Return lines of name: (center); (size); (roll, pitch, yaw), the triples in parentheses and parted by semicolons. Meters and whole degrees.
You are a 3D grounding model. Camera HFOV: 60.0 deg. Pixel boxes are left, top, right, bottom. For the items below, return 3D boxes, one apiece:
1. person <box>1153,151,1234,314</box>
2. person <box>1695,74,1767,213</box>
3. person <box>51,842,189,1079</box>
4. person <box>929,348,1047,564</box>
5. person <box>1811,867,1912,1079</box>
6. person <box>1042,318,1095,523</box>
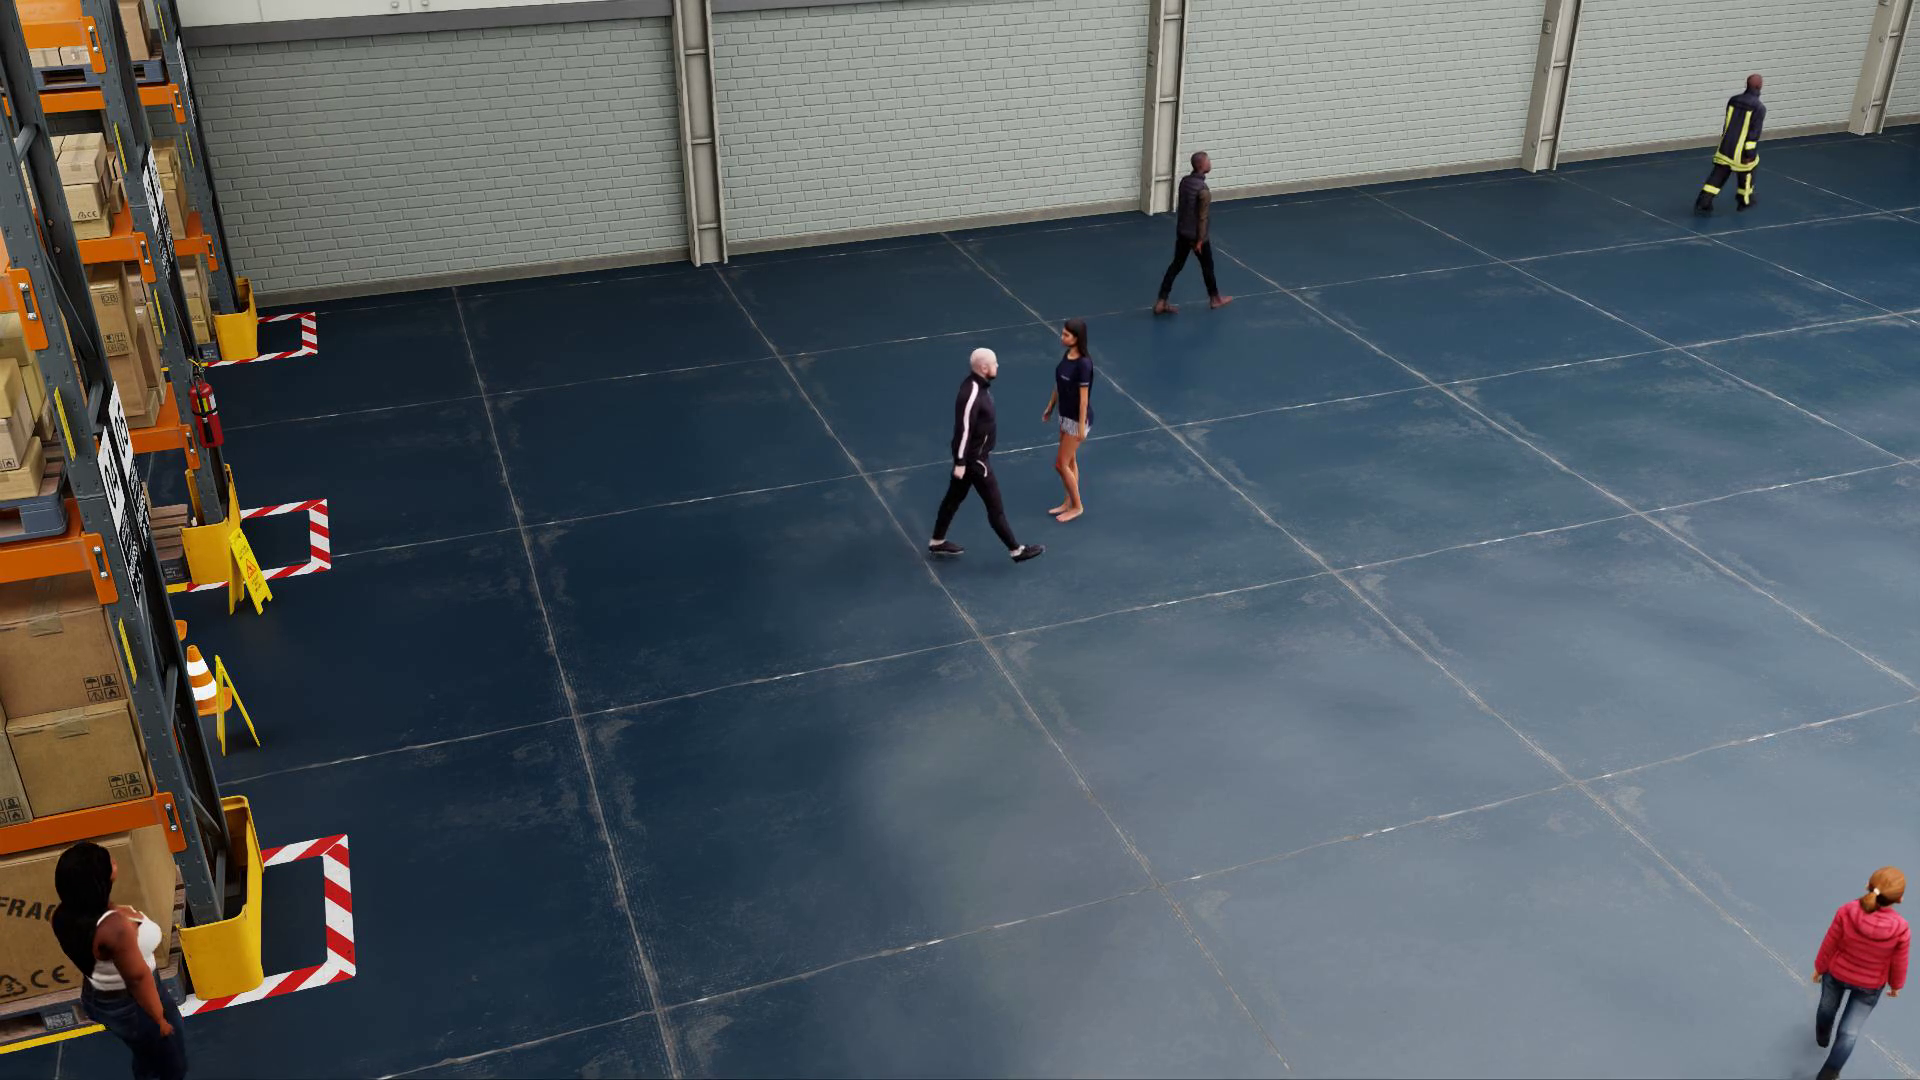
person: (2.438, -3.281, 18.017); (1.183, 1.790, 0.765); (-12, 30, -22)
person: (9.913, -5.040, 21.330); (1.257, 1.781, 0.848); (-13, 31, -24)
person: (-3.918, 2.215, 7.696); (0.956, 1.790, 1.072); (18, 33, 30)
person: (-0.014, -0.622, 13.032); (1.274, 1.781, 0.992); (1, 28, 3)
person: (4.408, 2.214, 8.227); (0.796, 1.292, 0.924); (20, 34, 32)
person: (0.999, -1.011, 13.784); (0.634, 1.761, 0.628); (-6, 29, -11)
